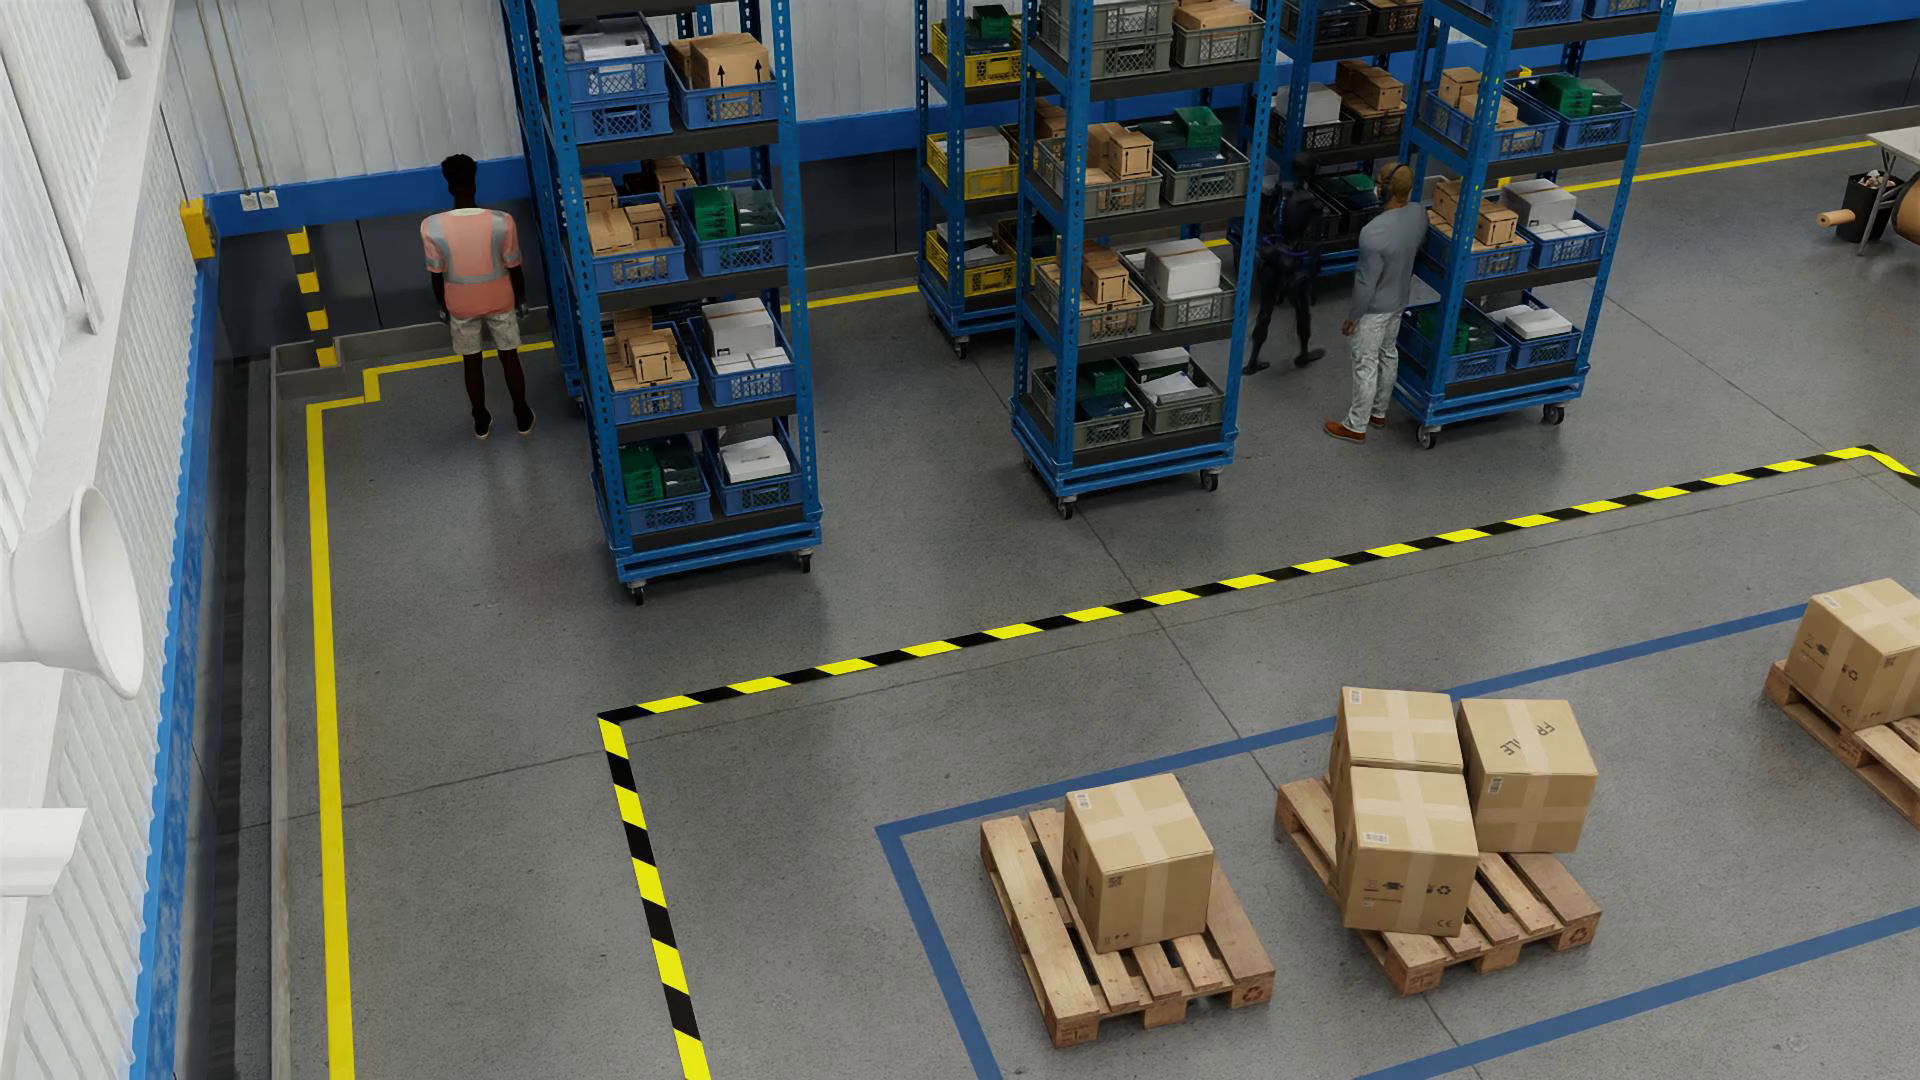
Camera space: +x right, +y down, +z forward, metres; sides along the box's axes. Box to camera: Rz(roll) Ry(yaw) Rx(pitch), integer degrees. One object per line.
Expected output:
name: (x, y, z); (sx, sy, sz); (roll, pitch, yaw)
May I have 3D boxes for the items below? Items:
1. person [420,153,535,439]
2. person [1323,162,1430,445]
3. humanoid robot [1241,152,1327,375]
person: (-3.106, -1.554, 10.800); (0.596, 1.958, 0.370); (-9, 36, -13)
person: (2.701, -1.527, 10.772); (0.373, 1.940, 0.630); (30, 45, 35)
humanoid robot: (2.317, -1.940, 11.596); (0.633, 1.641, 0.590); (-21, 40, -27)
